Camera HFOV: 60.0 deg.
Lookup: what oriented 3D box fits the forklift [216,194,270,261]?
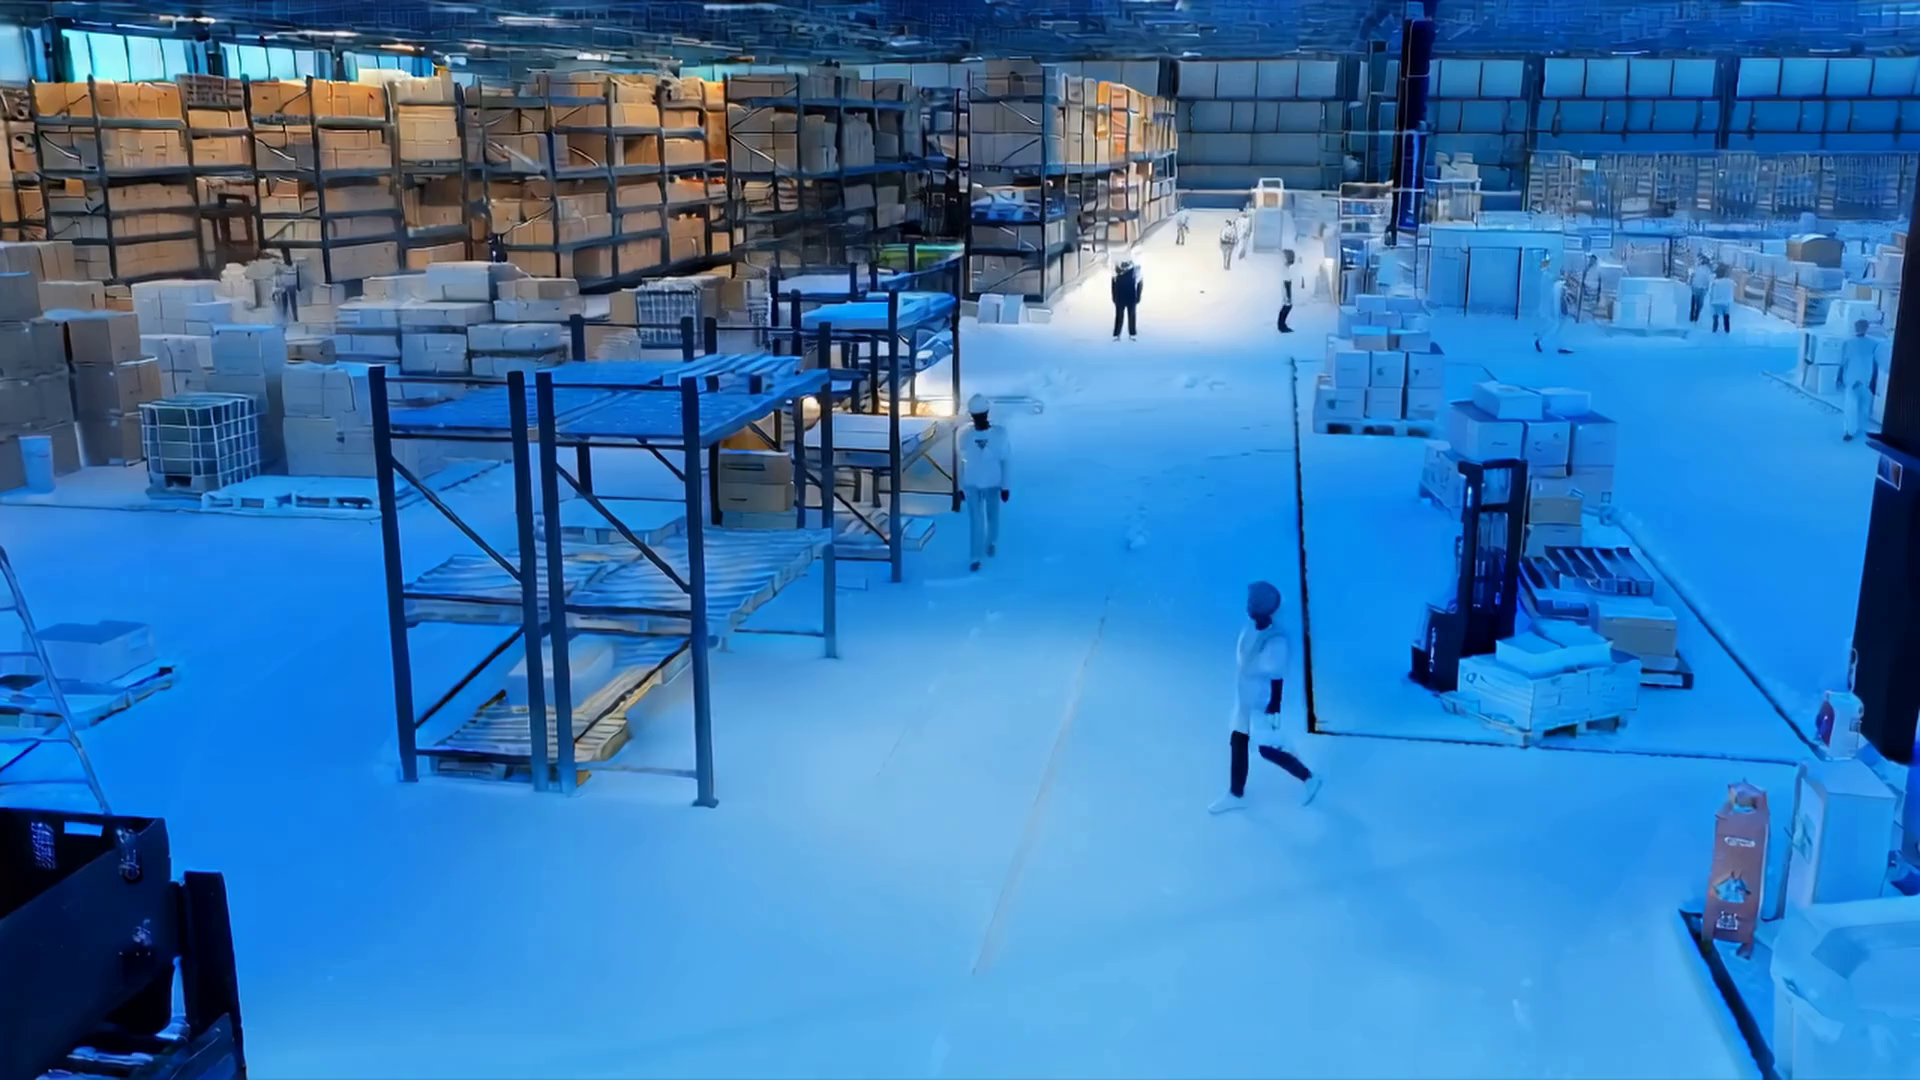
[{"bbox_3d":[-20.838,-8.585,48.059,1.129,2.768,1.873,3,14,10],"label":"forklift"}]

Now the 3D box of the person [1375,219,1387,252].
[{"bbox_3d":[14.504,-10.226,57.315,0.307,1.636,0.541,-8,16,-30],"label":"person"}]

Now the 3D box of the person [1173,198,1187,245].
[{"bbox_3d":[9.051,-13.103,68.399,0.570,1.905,0.875,2,14,10],"label":"person"}]

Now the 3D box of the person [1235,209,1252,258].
[{"bbox_3d":[10.407,-11.248,61.096,0.601,1.807,0.806,1,14,3],"label":"person"}]

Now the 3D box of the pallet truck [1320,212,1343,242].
[{"bbox_3d":[15.874,-13.227,70.310,0.680,1.201,1.601,10,17,35],"label":"pallet truck"}]

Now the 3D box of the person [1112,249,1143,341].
[{"bbox_3d":[3.701,-5.450,37.059,0.682,2.000,0.536,5,15,20],"label":"person"}]

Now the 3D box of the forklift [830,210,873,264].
[{"bbox_3d":[-2.471,-6.162,38.222,1.129,2.768,1.873,3,14,10],"label":"forklift"}]

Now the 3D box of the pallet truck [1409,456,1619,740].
[{"bbox_3d":[4.504,0.400,13.395,0.823,1.965,1.885,-6,15,-23],"label":"pallet truck"}]

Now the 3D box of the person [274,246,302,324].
[{"bbox_3d":[-16.227,-6.153,40.188,0.593,1.911,0.385,-10,17,-35],"label":"person"}]

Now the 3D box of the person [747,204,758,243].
[{"bbox_3d":[-8.112,-12.192,64.903,0.485,1.820,0.606,2,14,6],"label":"person"}]

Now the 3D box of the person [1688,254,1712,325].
[{"bbox_3d":[17.935,-6.095,40.361,0.522,1.717,0.947,5,15,18],"label":"person"}]

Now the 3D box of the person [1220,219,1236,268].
[{"bbox_3d":[9.129,-10.075,56.590,0.535,1.670,0.711,0,14,-1],"label":"person"}]

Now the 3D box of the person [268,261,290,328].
[{"bbox_3d":[-16.231,-5.846,39.567,0.741,1.605,0.529,5,15,19],"label":"person"}]

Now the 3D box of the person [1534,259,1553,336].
[{"bbox_3d":[13.345,-5.537,38.019,0.373,1.756,0.529,12,18,40],"label":"person"}]

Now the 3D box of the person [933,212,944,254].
[{"bbox_3d":[-0.823,-11.515,62.536,0.545,1.618,0.518,-12,18,-40],"label":"person"}]

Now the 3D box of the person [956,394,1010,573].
[{"bbox_3d":[0.249,-0.645,17.843,0.592,1.901,0.757,1,14,4],"label":"person"}]

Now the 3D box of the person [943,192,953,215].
[{"bbox_3d":[-0.610,-17.750,87.268,0.539,1.915,0.854,0,14,1],"label":"person"}]

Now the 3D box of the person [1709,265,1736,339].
[{"bbox_3d":[17.148,-5.348,37.402,0.575,1.663,0.605,8,16,28],"label":"person"}]

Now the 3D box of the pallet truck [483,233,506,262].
[{"bbox_3d":[-11.832,-7.026,43.548,1.885,1.965,0.823,8,16,28],"label":"pallet truck"}]

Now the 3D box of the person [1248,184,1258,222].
[{"bbox_3d":[15.045,-17.255,85.241,0.594,1.923,0.610,12,18,40],"label":"person"}]

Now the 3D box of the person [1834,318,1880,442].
[{"bbox_3d":[13.574,-2.421,25.170,0.565,1.846,0.564,3,14,13],"label":"person"}]

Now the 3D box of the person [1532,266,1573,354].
[{"bbox_3d":[12.510,-4.821,34.919,0.817,1.848,0.523,-2,14,-8],"label":"person"}]

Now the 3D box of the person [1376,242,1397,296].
[{"bbox_3d":[10.444,-6.321,40.814,0.655,1.935,1.036,-11,18,-38],"label":"person"}]

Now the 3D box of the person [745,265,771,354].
[{"bbox_3d":[-4.231,-4.835,34.929,0.584,1.871,0.404,0,14,0],"label":"person"}]

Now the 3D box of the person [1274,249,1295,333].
[{"bbox_3d":[7.555,-5.751,38.456,0.418,1.952,0.642,1,14,5],"label":"person"}]

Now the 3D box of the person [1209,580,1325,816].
[{"bbox_3d":[2.110,1.081,11.305,0.727,1.674,0.538,-4,14,-15],"label":"person"}]

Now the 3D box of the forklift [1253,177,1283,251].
[{"bbox_3d":[12.083,-12.747,64.956,1.129,2.768,1.873,3,14,10],"label":"forklift"}]
